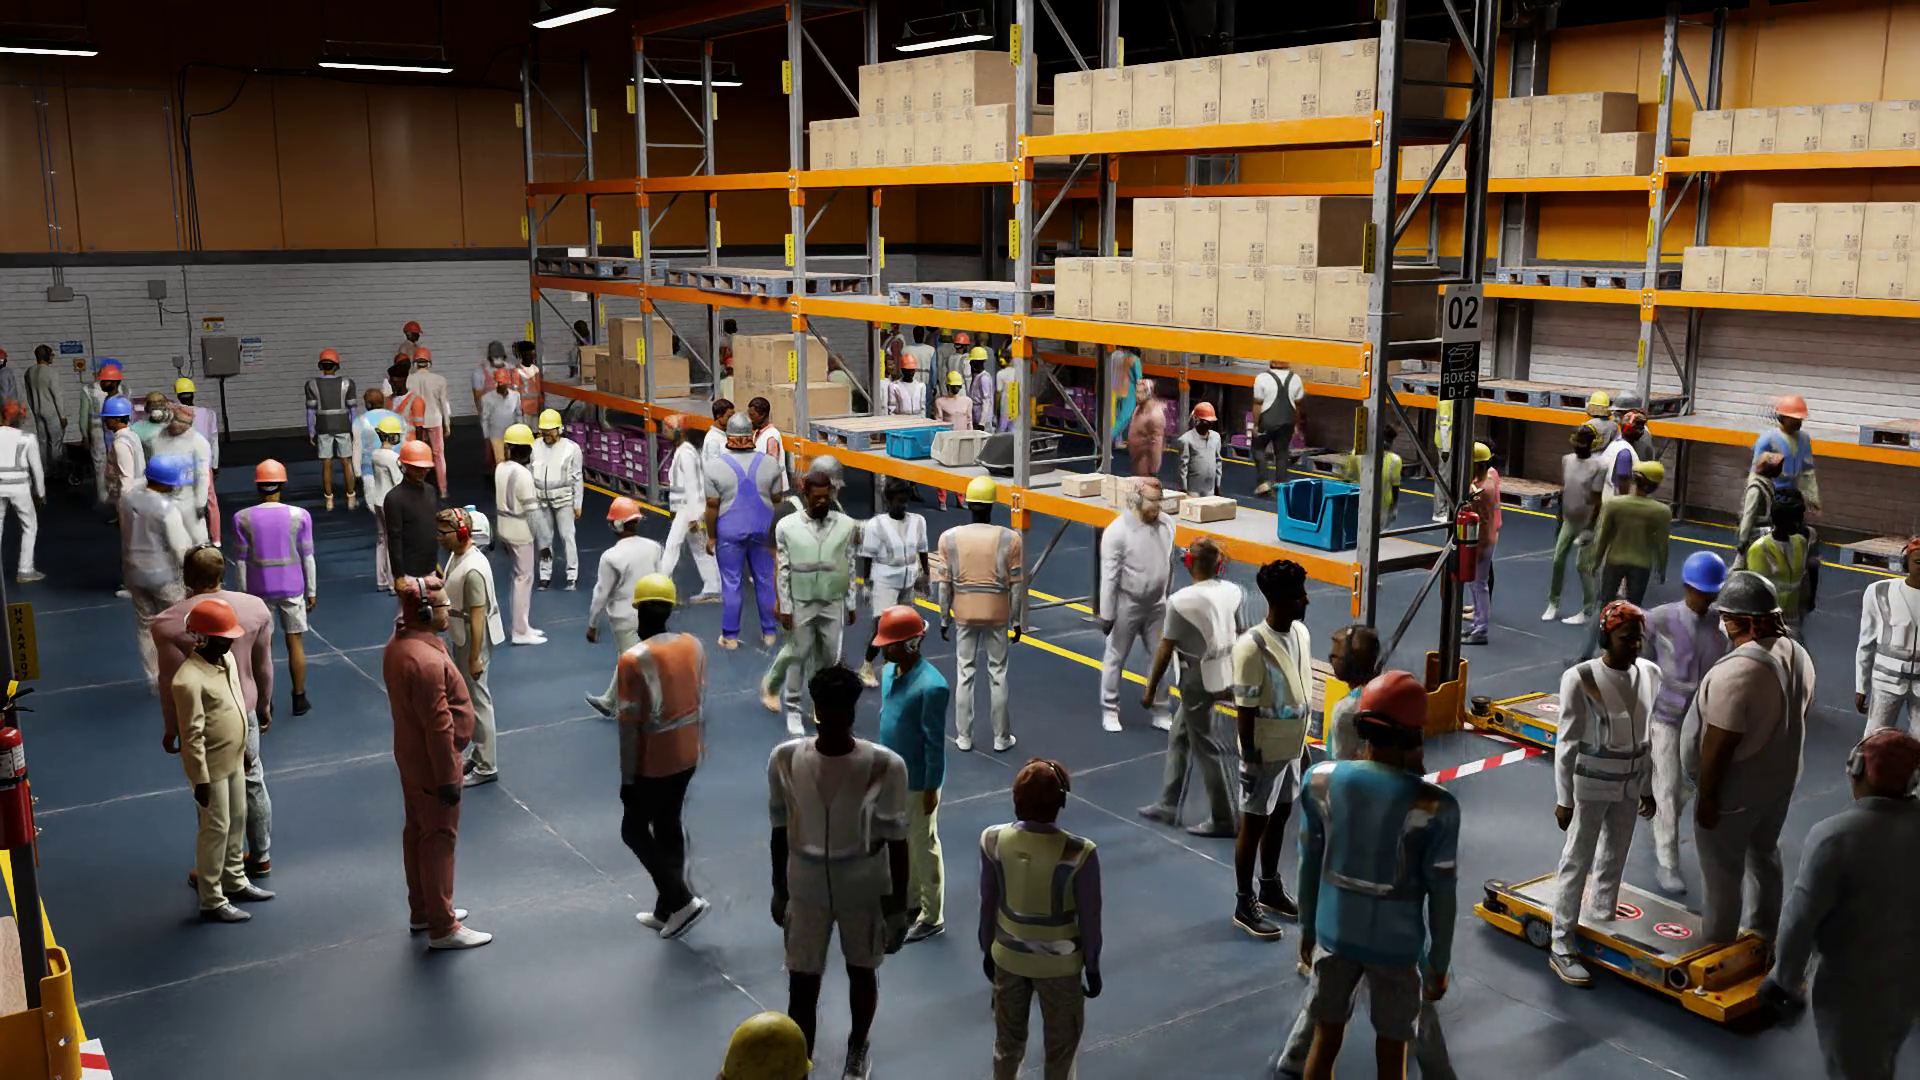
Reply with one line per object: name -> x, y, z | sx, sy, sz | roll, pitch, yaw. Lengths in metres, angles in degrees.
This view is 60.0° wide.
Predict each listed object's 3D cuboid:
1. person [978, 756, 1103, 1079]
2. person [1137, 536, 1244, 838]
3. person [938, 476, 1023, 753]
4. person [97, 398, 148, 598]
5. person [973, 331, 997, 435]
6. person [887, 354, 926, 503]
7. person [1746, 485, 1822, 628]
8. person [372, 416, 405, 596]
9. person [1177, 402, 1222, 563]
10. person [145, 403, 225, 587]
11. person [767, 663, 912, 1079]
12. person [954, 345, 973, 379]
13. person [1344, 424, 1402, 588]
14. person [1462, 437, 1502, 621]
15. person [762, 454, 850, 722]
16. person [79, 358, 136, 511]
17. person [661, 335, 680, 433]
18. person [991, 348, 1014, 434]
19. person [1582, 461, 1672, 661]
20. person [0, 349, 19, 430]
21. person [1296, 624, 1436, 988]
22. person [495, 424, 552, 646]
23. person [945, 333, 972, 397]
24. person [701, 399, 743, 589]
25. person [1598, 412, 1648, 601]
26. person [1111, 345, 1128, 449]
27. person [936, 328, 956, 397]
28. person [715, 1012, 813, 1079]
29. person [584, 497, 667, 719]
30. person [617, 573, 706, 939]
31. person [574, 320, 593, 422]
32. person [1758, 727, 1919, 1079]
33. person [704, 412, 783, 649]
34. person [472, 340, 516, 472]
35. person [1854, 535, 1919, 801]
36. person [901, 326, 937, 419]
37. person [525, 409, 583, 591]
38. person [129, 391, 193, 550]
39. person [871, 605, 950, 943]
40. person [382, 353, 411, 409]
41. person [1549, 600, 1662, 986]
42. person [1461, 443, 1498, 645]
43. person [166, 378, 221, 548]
person -> 0.303, 1.650, 6.469 | 0.518, 1.633, 0.314 | 6, 12, 28
person -> 1.399, 0.876, 9.977 | 0.685, 1.803, 0.547 | 8, 13, 34
person -> 0.145, 0.518, 11.487 | 0.585, 1.929, 0.377 | 2, 11, 8
person -> -8.115, -0.413, 16.202 | 0.390, 1.946, 0.614 | -4, 12, -19
person -> 0.360, -2.294, 25.853 | 0.375, 1.939, 0.628 | 6, 13, 28
person -> -0.667, -1.431, 21.440 | 0.543, 1.939, 0.360 | -6, 12, -27
person -> 6.193, 0.435, 12.521 | 0.538, 1.679, 0.400 | -2, 11, -8
person -> -5.559, -0.332, 16.285 | 0.337, 1.757, 0.518 | -10, 15, -41
person -> 2.564, -0.597, 17.669 | 0.565, 1.744, 0.351 | -7, 13, -32
person -> -7.728, -0.415, 16.433 | 0.726, 1.876, 0.400 | 2, 11, 12
person -> -0.513, 1.459, 6.677 | 0.617, 1.920, 0.942 | 1, 11, 7
person -> 0.028, -2.277, 25.964 | 0.335, 1.865, 0.519 | 9, 14, 38
person -> 4.047, -0.346, 16.579 | 0.663, 1.662, 0.398 | 2, 11, 10
person -> 4.790, -0.099, 15.240 | 0.322, 1.698, 0.533 | 5, 12, 23
person -> -1.075, 0.344, 12.091 | 0.705, 2.000, 0.649 | -10, 15, -42
person -> -10.755, -1.328, 21.037 | 0.664, 1.904, 0.452 | -8, 14, -37
person -> -4.533, -2.317, 26.228 | 0.429, 1.839, 0.634 | 2, 11, 11
person -> 0.691, -1.787, 23.512 | 0.501, 1.846, 0.636 | 9, 14, 38
person -> 5.490, 0.204, 13.603 | 0.567, 1.722, 0.439 | 7, 13, 31
person -> -14.228, -1.983, 24.774 | 0.352, 1.743, 0.560 | -6, 12, -27
person -> 1.941, 1.304, 7.753 | 0.680, 1.821, 0.535 | 9, 14, 37
person -> -3.801, -0.047, 14.390 | 0.380, 1.927, 0.618 | -8, 13, -34
person -> 0.013, -2.190, 25.358 | 0.385, 1.929, 0.543 | -9, 14, -40
person -> -2.398, -0.455, 16.539 | 0.391, 1.905, 0.599 | 0, 11, 0
person -> 6.343, -0.319, 16.005 | 0.394, 1.837, 0.563 | 3, 11, 16
person -> 2.529, -2.359, 26.463 | 0.349, 1.836, 0.517 | -8, 14, -35
person -> -0.244, -2.892, 29.417 | 0.488, 1.743, 0.317 | -10, 15, -41
person -> -0.505, 2.031, 4.261 | 0.492, 1.729, 0.324 | 5, 12, 24
person -> -2.443, 0.542, 11.917 | 0.878, 1.707, 0.577 | 6, 13, 28
person -> -1.524, 1.118, 8.546 | 0.497, 1.885, 0.615 | 7, 13, 32
person -> -6.415, -2.800, 28.467 | 0.367, 1.933, 0.627 | 2, 11, 11
person -> 3.307, 1.610, 6.101 | 0.705, 1.863, 0.758 | -4, 12, -18
person -> -1.877, -0.087, 14.299 | 0.675, 2.000, 0.537 | -4, 12, -20
person -> -6.466, -1.846, 23.299 | 0.698, 2.000, 0.792 | -4, 12, -22
person -> 5.595, 0.875, 9.811 | 0.574, 1.876, 0.355 | 5, 12, 26
person -> -0.662, -2.523, 27.077 | 0.593, 1.920, 0.391 | 1, 11, 4
person -> -4.012, -0.390, 16.424 | 0.586, 1.824, 0.404 | 1, 11, 6
person -> -8.151, -0.566, 17.044 | 0.628, 1.931, 0.363 | -4, 12, -19
person -> -0.277, 1.185, 8.568 | 0.351, 1.738, 0.573 | -7, 13, -31
person -> -7.453, -1.573, 22.338 | 0.361, 1.876, 0.578 | 10, 15, 42
person -> 3.126, 1.212, 8.050 | 0.583, 1.882, 0.338 | -4, 12, -22
person -> 4.486, 0.028, 14.450 | 0.341, 1.753, 0.529 | 2, 11, 9
person -> -8.482, -0.826, 18.385 | 0.383, 1.922, 0.587 | 9, 14, 39
